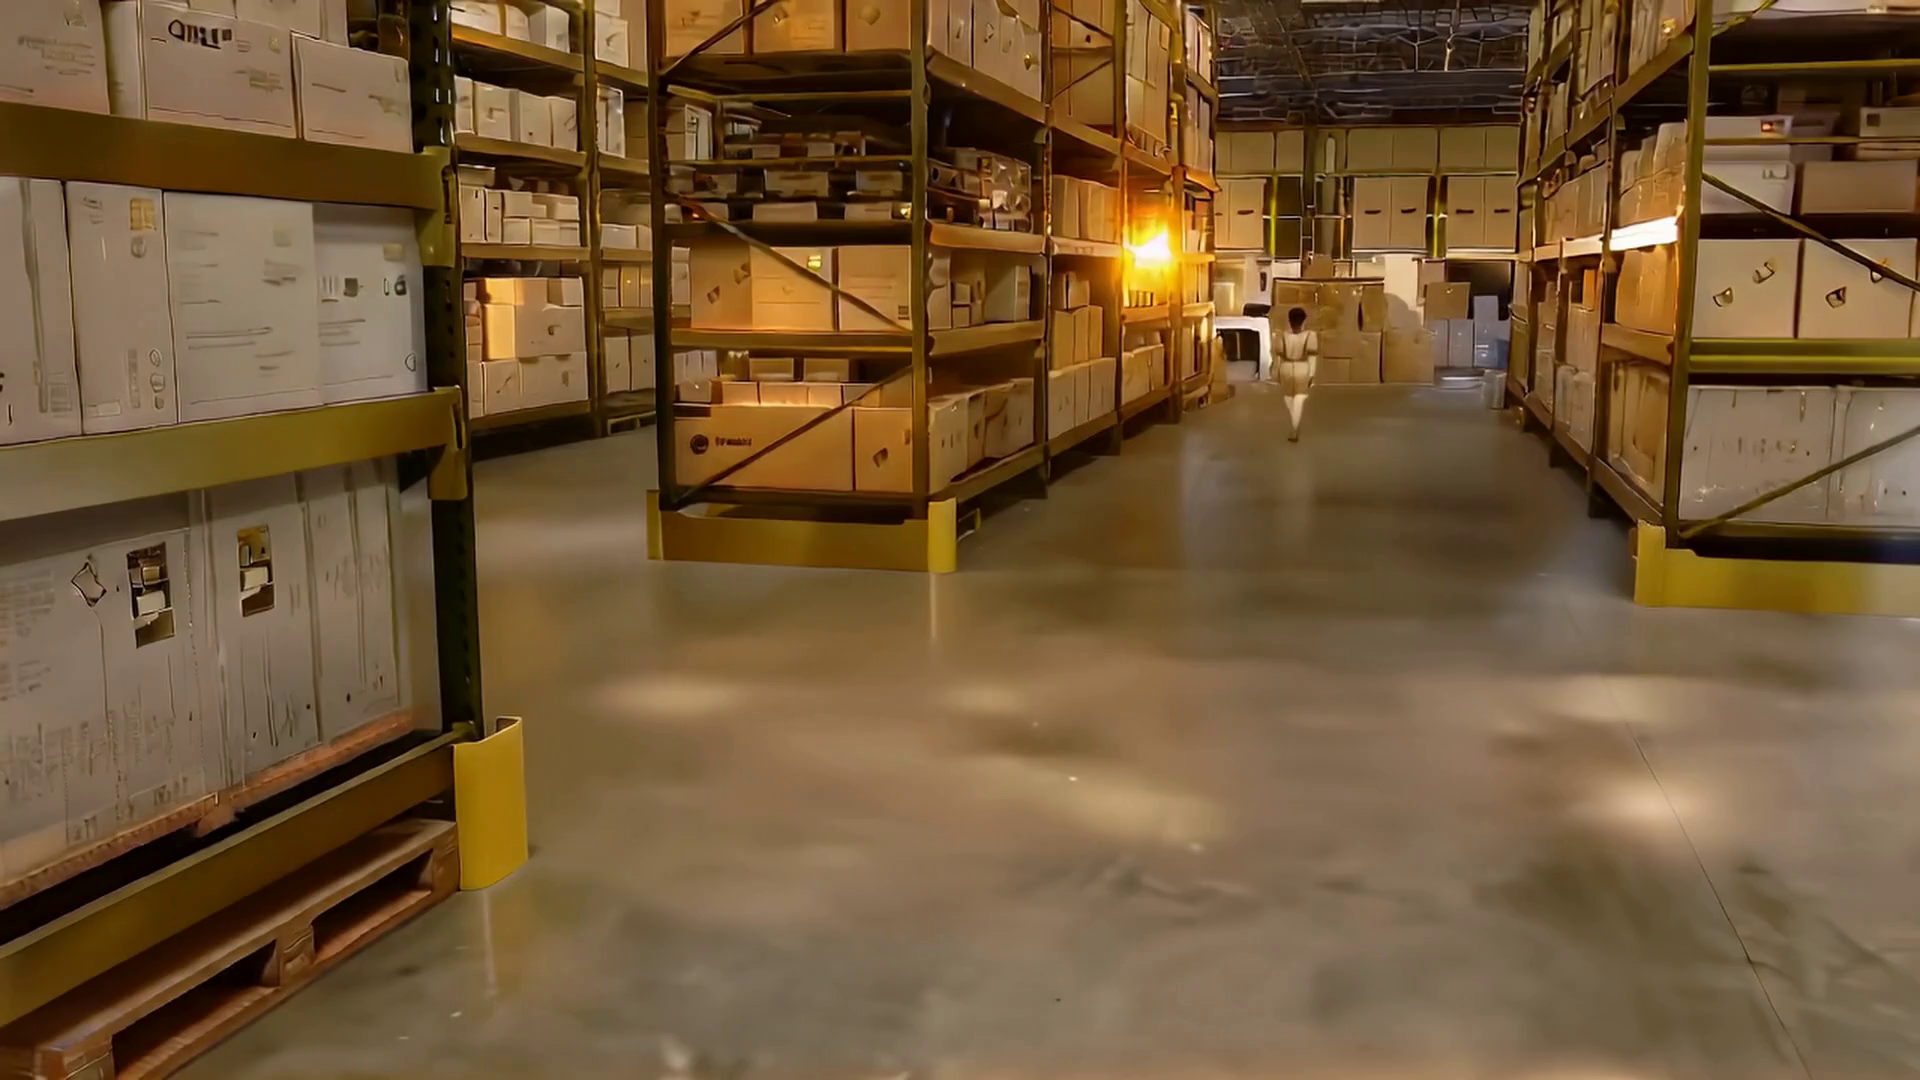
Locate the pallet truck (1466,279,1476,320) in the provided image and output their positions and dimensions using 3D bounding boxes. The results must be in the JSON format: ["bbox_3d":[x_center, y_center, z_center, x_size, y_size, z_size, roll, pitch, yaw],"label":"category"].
[{"bbox_3d":[18.896,-8.459,60.307,1.885,1.965,0.823,5,10,31],"label":"pallet truck"}]

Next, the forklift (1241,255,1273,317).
[{"bbox_3d":[10.553,-8.661,58.801,1.129,2.768,1.873,2,9,15],"label":"forklift"}]

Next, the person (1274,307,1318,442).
[{"bbox_3d":[4.223,-2.087,20.872,0.536,1.668,0.757,4,10,25],"label":"person"}]

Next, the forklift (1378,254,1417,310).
[{"bbox_3d":[14.526,-8.207,55.916,1.129,2.768,1.873,-2,9,-11],"label":"forklift"}]
